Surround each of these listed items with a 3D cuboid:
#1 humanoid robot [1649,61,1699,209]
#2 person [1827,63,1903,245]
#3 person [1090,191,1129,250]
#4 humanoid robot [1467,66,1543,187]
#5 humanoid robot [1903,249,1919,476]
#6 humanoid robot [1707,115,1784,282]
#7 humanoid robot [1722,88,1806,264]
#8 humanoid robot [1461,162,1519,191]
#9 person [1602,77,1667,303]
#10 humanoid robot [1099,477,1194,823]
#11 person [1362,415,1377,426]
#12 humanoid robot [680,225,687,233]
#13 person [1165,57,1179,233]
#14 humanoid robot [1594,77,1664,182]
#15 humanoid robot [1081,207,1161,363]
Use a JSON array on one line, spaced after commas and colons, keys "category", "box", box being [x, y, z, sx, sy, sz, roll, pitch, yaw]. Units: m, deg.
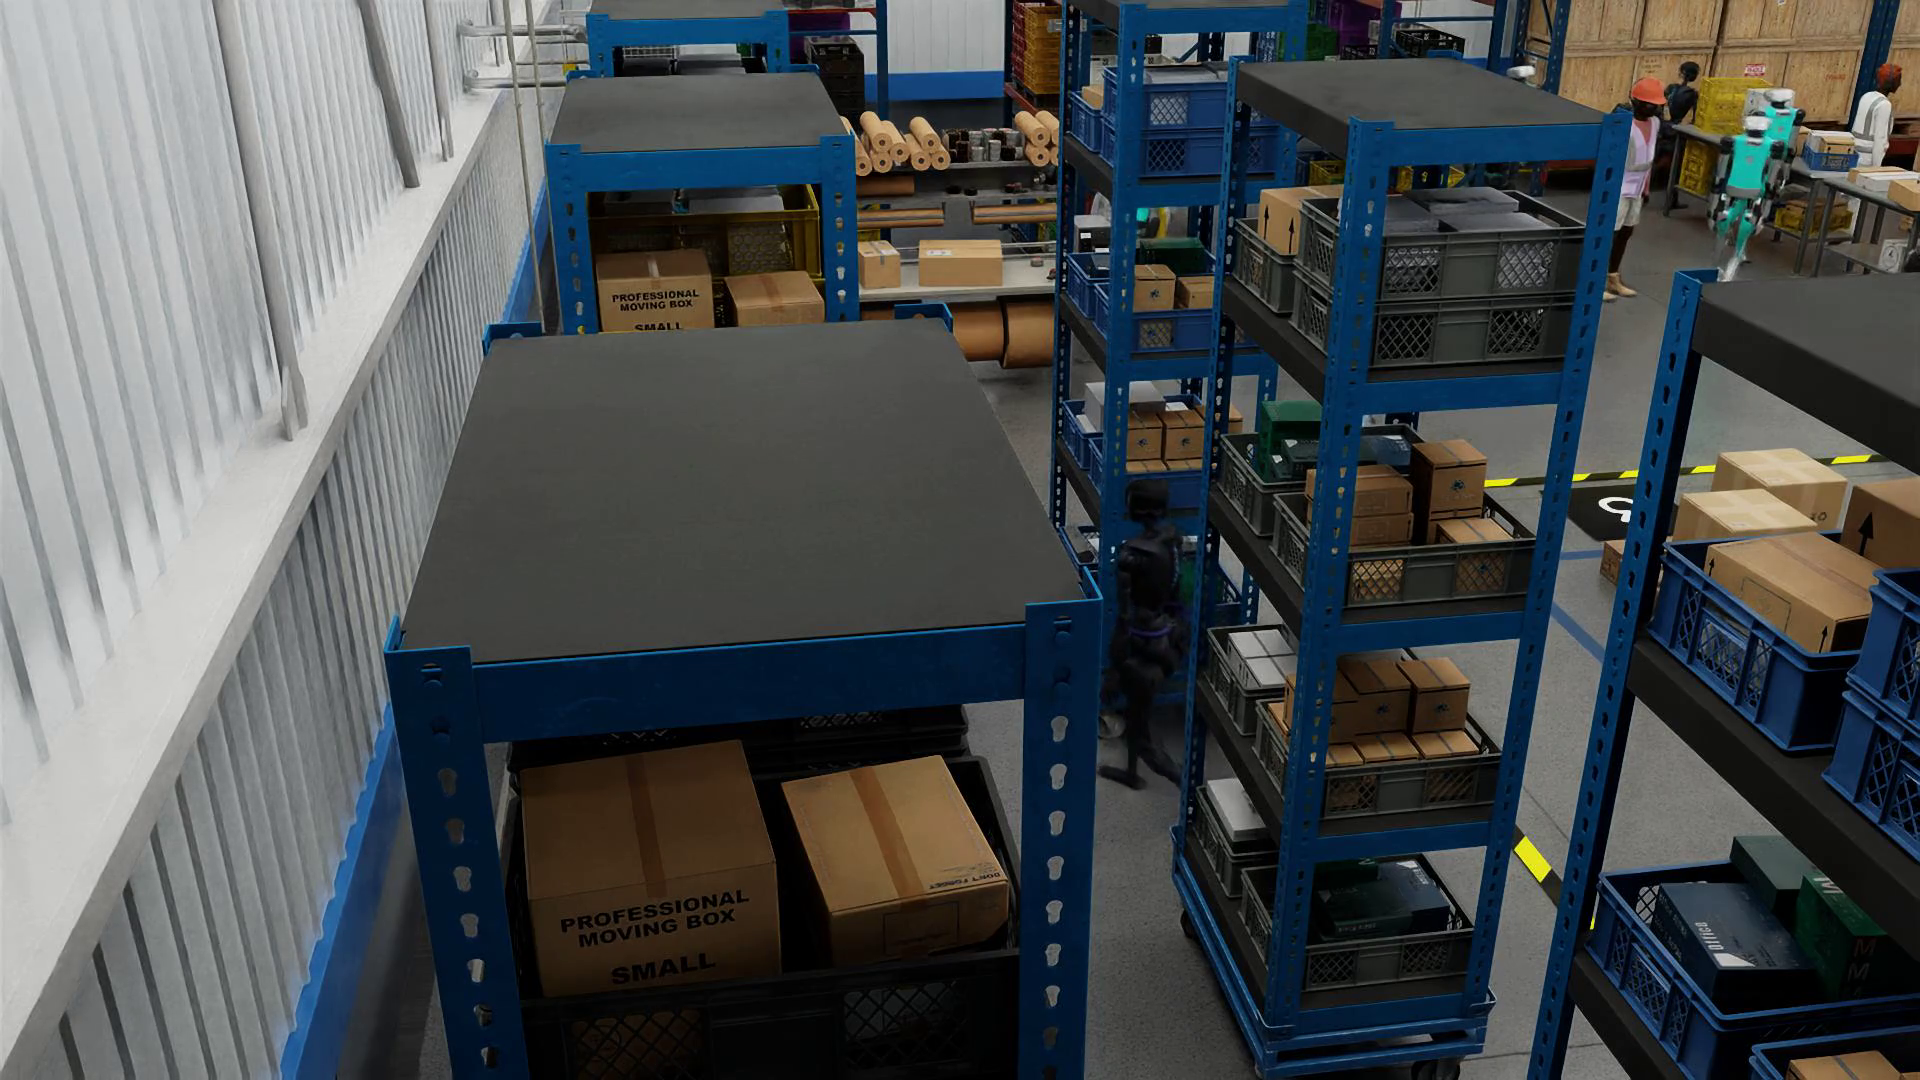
[{"category": "humanoid robot", "box": [7.789, -4.426, 18.314, 0.791, 1.648, 0.601, -9, 26, -19]}, {"category": "person", "box": [9.058, -3.798, 16.623, 0.337, 1.882, 0.582, 3, 25, 5]}, {"category": "person", "box": [1.272, -2.501, 13.858, 0.404, 1.836, 0.598, 2, 25, 5]}, {"category": "humanoid robot", "box": [5.591, -4.072, 17.324, 0.531, 1.746, 0.684, -13, 28, -26]}, {"category": "humanoid robot", "box": [6.616, -1.192, 11.203, 0.539, 1.769, 1.038, 1, 25, 2]}, {"category": "humanoid robot", "box": [7.081, -3.017, 15.129, 0.542, 1.777, 0.965, 11, 27, 22]}, {"category": "humanoid robot", "box": [7.715, -3.475, 16.235, 0.546, 1.904, 0.722, -3, 25, -6]}, {"category": "humanoid robot", "box": [5.300, -3.681, 16.611, 0.588, 1.635, 0.397, 13, 28, 26]}, {"category": "person", "box": [6.071, -3.161, 15.074, 0.609, 2.032, 0.428, -16, 29, -32]}, {"category": "humanoid robot", "box": [0.929, 0.499, 7.551, 0.687, 1.632, 0.612, 17, 29, 32]}, {"category": "person", "box": [1.792, 0.193, 7.990, 0.587, 1.848, 0.399, 0, 25, 1]}, {"category": "humanoid robot", "box": [-2.625, -3.391, 15.985, 0.593, 1.649, 0.491, -2, 25, -4]}, {"category": "person", "box": [2.207, -4.198, 17.612, 0.620, 1.783, 0.992, -3, 25, -6]}, {"category": "humanoid robot", "box": [6.916, -3.965, 17.295, 0.606, 1.623, 0.746, 13, 28, 27]}, {"category": "humanoid robot", "box": [1.220, -2.274, 13.507, 0.855, 1.781, 0.568, -15, 29, -30]}]
